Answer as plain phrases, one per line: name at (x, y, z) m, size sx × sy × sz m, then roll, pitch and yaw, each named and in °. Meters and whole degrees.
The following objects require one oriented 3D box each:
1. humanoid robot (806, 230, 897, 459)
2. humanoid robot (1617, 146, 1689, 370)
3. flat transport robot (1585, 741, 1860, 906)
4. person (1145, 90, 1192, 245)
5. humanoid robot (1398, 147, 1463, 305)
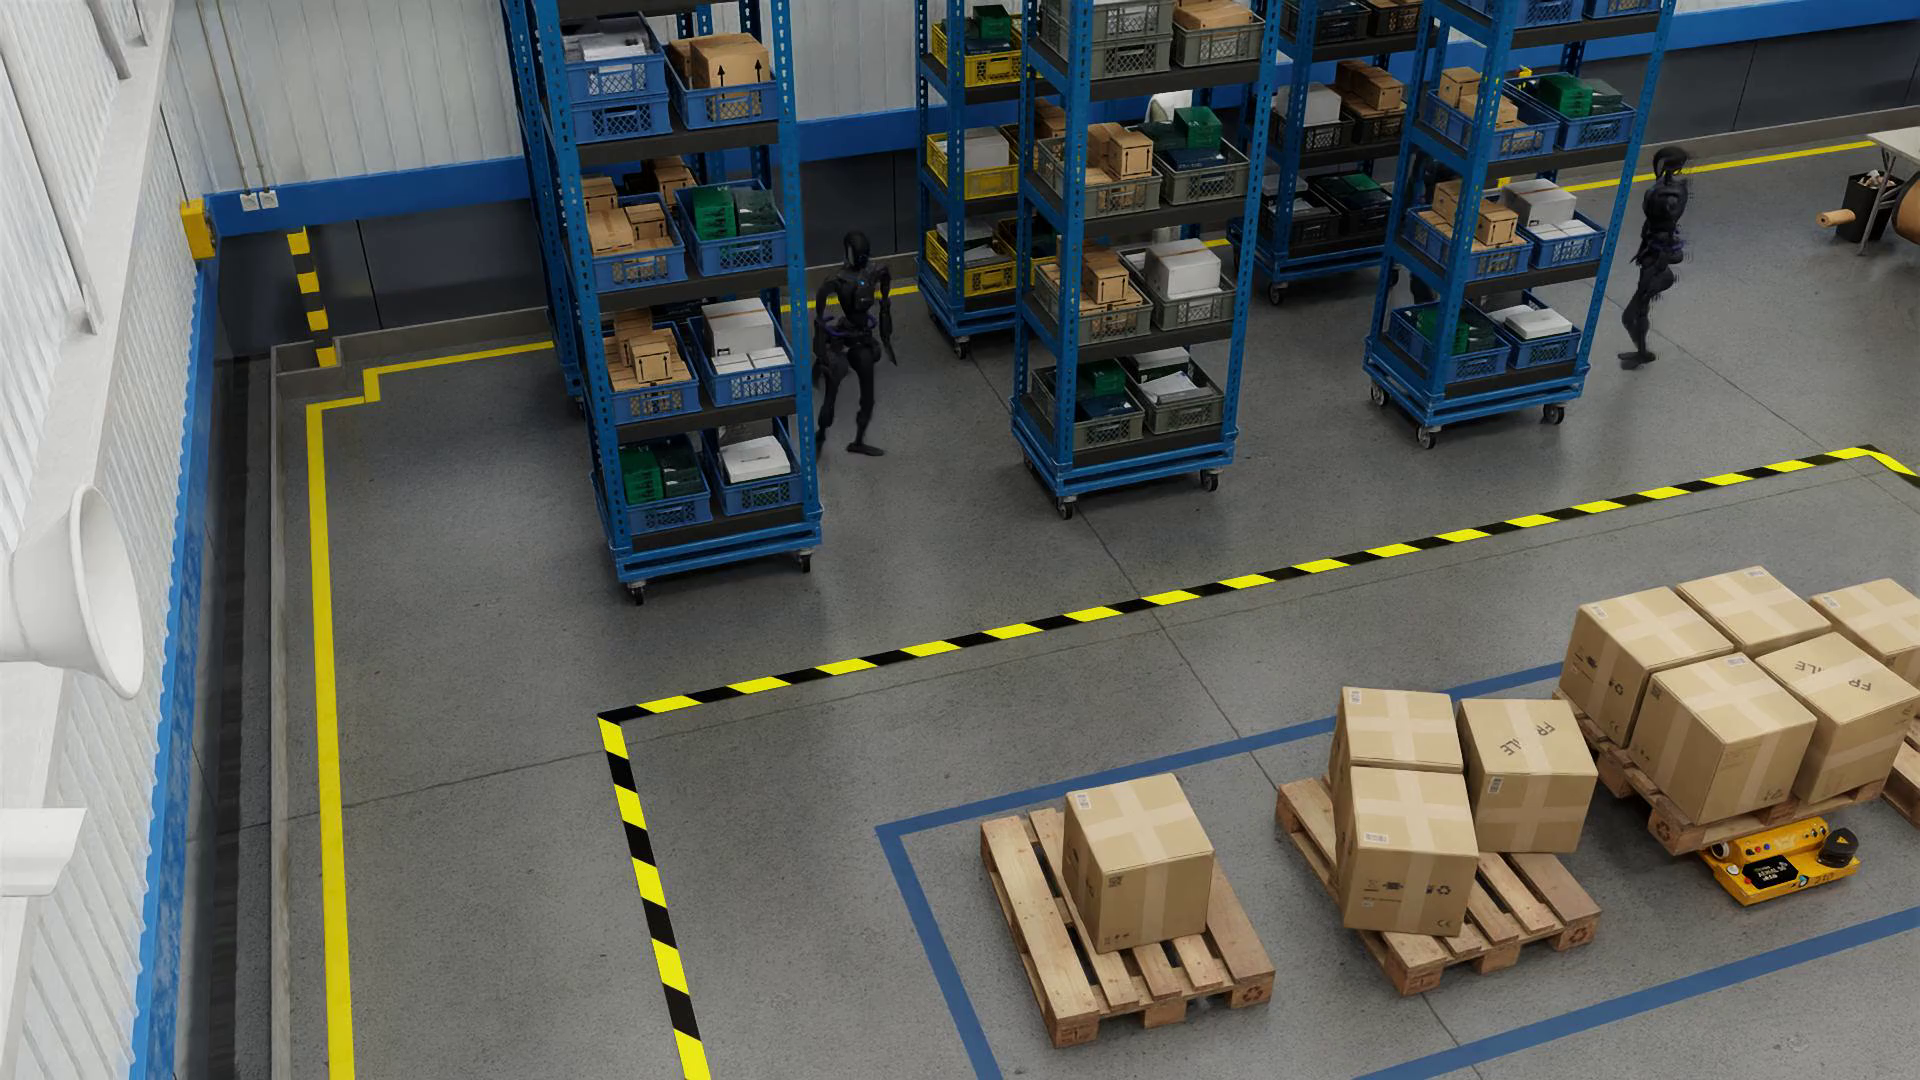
humanoid robot at (-0.714, -1.247, 10.608) m, size 0.615 × 1.644 × 0.481 m, roll -21°, pitch 40°, yaw -27°
humanoid robot at (4.869, -1.972, 11.630) m, size 0.378 × 1.636 × 0.613 m, roll 4°, pitch 35°, yaw 6°
flat transport robot at (3.738, 1.188, 8.347) m, size 0.652 × 0.197 × 1.431 m, roll -11°, pitch 37°, yaw -15°
person at (1.597, -2.928, 12.845) m, size 0.389 × 1.838 × 0.563 m, roll 19°, pitch 39°, yaw 25°
humanoid robot at (3.418, -2.291, 12.079) m, size 0.361 × 1.646 × 0.584 m, roll -22°, pitch 41°, yaw -28°
